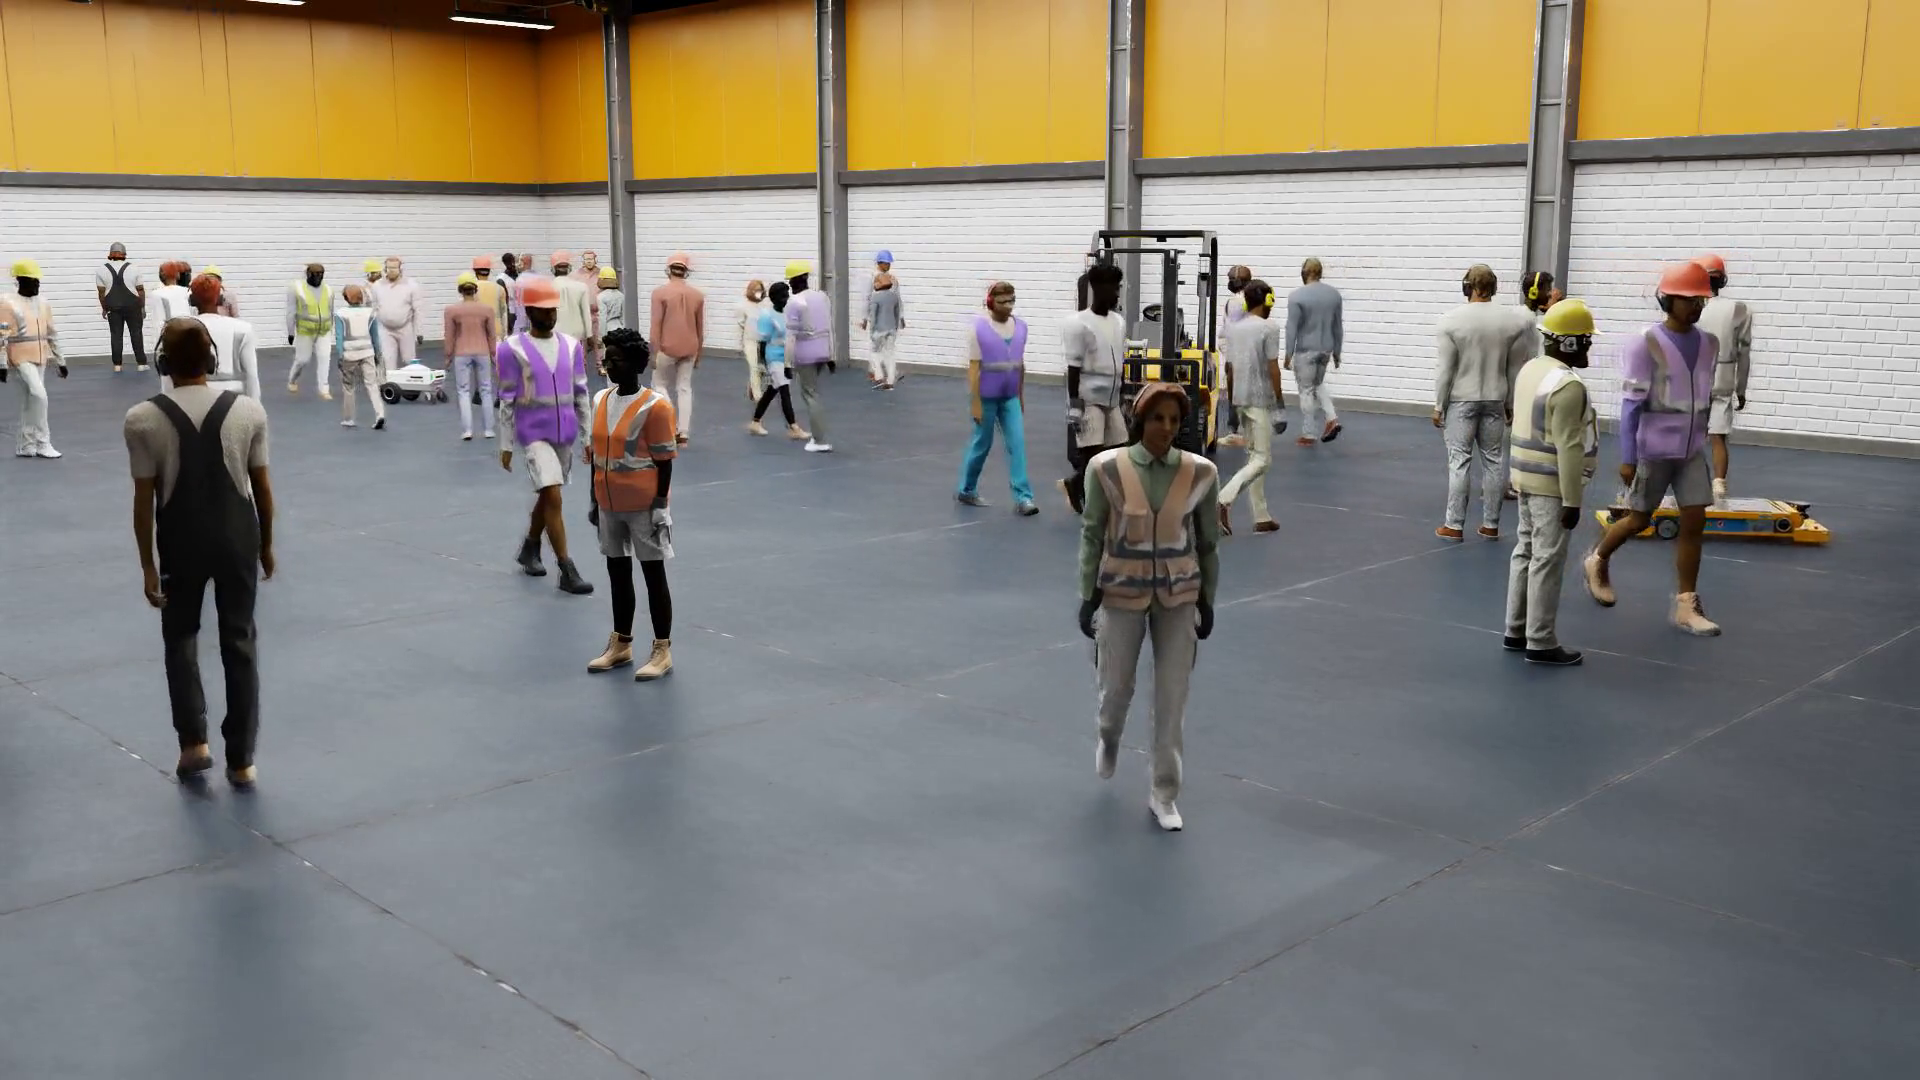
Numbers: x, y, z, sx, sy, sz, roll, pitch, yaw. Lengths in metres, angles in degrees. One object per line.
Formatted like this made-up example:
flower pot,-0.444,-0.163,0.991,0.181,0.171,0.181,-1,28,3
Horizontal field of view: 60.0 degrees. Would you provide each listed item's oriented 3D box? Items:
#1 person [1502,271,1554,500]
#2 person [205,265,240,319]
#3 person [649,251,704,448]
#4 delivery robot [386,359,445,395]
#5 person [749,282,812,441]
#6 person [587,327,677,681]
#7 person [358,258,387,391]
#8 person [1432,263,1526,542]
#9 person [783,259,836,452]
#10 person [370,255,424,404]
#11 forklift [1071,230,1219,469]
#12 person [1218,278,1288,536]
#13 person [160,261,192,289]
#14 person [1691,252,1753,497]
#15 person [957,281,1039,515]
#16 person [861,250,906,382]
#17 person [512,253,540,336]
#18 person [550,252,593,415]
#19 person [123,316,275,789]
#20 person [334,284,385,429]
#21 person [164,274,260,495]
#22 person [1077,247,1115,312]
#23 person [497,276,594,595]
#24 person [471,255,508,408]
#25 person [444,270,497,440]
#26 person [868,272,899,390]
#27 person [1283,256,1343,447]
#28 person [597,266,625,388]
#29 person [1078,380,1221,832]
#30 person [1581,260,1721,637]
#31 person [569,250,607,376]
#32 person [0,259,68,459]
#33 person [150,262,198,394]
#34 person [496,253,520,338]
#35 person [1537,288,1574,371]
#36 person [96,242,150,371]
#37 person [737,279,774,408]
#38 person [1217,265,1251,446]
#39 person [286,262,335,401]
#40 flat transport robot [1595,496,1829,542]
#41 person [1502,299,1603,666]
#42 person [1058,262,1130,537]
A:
person,4.520,-1.217,13.306,0.587,1.842,0.530,2,11,10
person,-9.255,-2.538,20.738,0.533,1.765,0.330,-5,12,-28
person,-2.856,-1.907,16.732,0.650,1.969,0.446,-9,14,-40
delivery robot,-6.926,-2.059,21.168,0.707,0.478,0.477,3,11,15
person,-1.920,-1.881,17.480,0.869,1.653,0.538,5,11,24
person,-1.591,-0.173,8.027,0.535,1.697,0.318,7,12,32
person,-8.062,-2.955,22.864,0.610,1.818,0.606,4,11,20
person,3.586,-0.945,11.580,0.631,1.939,0.372,-1,10,-6
person,-1.515,-1.801,16.343,0.552,1.896,0.614,7,12,33
person,-7.170,-2.686,21.238,0.643,1.886,0.685,-1,10,-6
forklift,1.804,-1.825,15.677,1.214,2.155,2.313,2,11,13
person,2.014,-0.928,11.787,0.692,1.831,0.597,-6,12,-30
person,-9.458,-2.512,20.468,0.925,1.801,0.637,3,11,17
person,5.626,-1.150,12.525,0.617,2.013,0.943,3,11,16
person,0.287,-1.088,12.791,0.582,1.795,0.941,-7,13,-34
person,-1.036,-3.222,24.065,0.938,1.904,0.644,10,14,43
person,-5.968,-3.004,22.950,0.434,1.892,0.651,4,11,21
person,-4.684,-2.412,19.602,0.633,1.927,1.068,-5,12,-26
person,-2.913,0.056,6.439,0.509,1.828,0.521,-6,12,-28
person,-6.627,-2.024,18.378,0.528,1.603,0.829,-10,14,-42
person,-5.156,-0.890,11.468,0.585,1.872,0.466,-7,13,-34
person,1.765,-2.844,21.804,0.628,1.984,0.630,-7,13,-34
person,-2.532,-0.658,10.152,0.556,1.895,0.972,-10,14,-42
person,-5.888,-2.592,20.714,0.564,1.889,1.006,-6,12,-32
person,-5.110,-1.925,17.404,0.529,1.770,0.329,-4,11,-20
person,-1.065,-2.872,22.941,0.542,1.612,0.481,-8,13,-38
person,3.577,-1.887,16.772,0.642,1.921,0.471,-6,12,-29
person,-4.371,-2.539,20.801,0.311,1.744,0.486,5,12,27
person,0.686,0.217,6.097,0.527,1.619,0.509,-1,10,-3
person,3.846,-0.532,9.155,0.618,2.010,0.956,-3,11,-17
person,-5.572,-3.418,25.148,0.643,1.910,0.400,-3,11,-15
person,-8.777,-1.715,15.856,0.713,1.900,0.629,2,11,11
person,-9.079,-2.306,19.318,1.009,1.831,0.589,8,13,38
person,-6.707,-3.357,24.934,0.384,1.876,0.753,2,11,12
person,5.648,-1.598,15.969,0.497,1.633,0.285,9,14,41
person,-13.180,-3.680,26.211,0.675,2.000,0.536,-3,11,-16
person,-2.549,-2.444,20.673,0.498,1.611,0.649,-5,12,-26
person,2.830,-1.864,16.893,0.429,1.832,0.646,5,12,27
person,-8.471,-2.718,21.651,0.647,1.803,0.792,-10,14,-43
flat transport robot,5.346,-0.167,11.883,1.431,0.197,0.652,2,11,13
person,2.952,-0.281,8.281,0.403,1.827,0.596,0,10,-2
person,0.937,-1.013,11.934,0.630,1.949,0.608,-10,14,-43
